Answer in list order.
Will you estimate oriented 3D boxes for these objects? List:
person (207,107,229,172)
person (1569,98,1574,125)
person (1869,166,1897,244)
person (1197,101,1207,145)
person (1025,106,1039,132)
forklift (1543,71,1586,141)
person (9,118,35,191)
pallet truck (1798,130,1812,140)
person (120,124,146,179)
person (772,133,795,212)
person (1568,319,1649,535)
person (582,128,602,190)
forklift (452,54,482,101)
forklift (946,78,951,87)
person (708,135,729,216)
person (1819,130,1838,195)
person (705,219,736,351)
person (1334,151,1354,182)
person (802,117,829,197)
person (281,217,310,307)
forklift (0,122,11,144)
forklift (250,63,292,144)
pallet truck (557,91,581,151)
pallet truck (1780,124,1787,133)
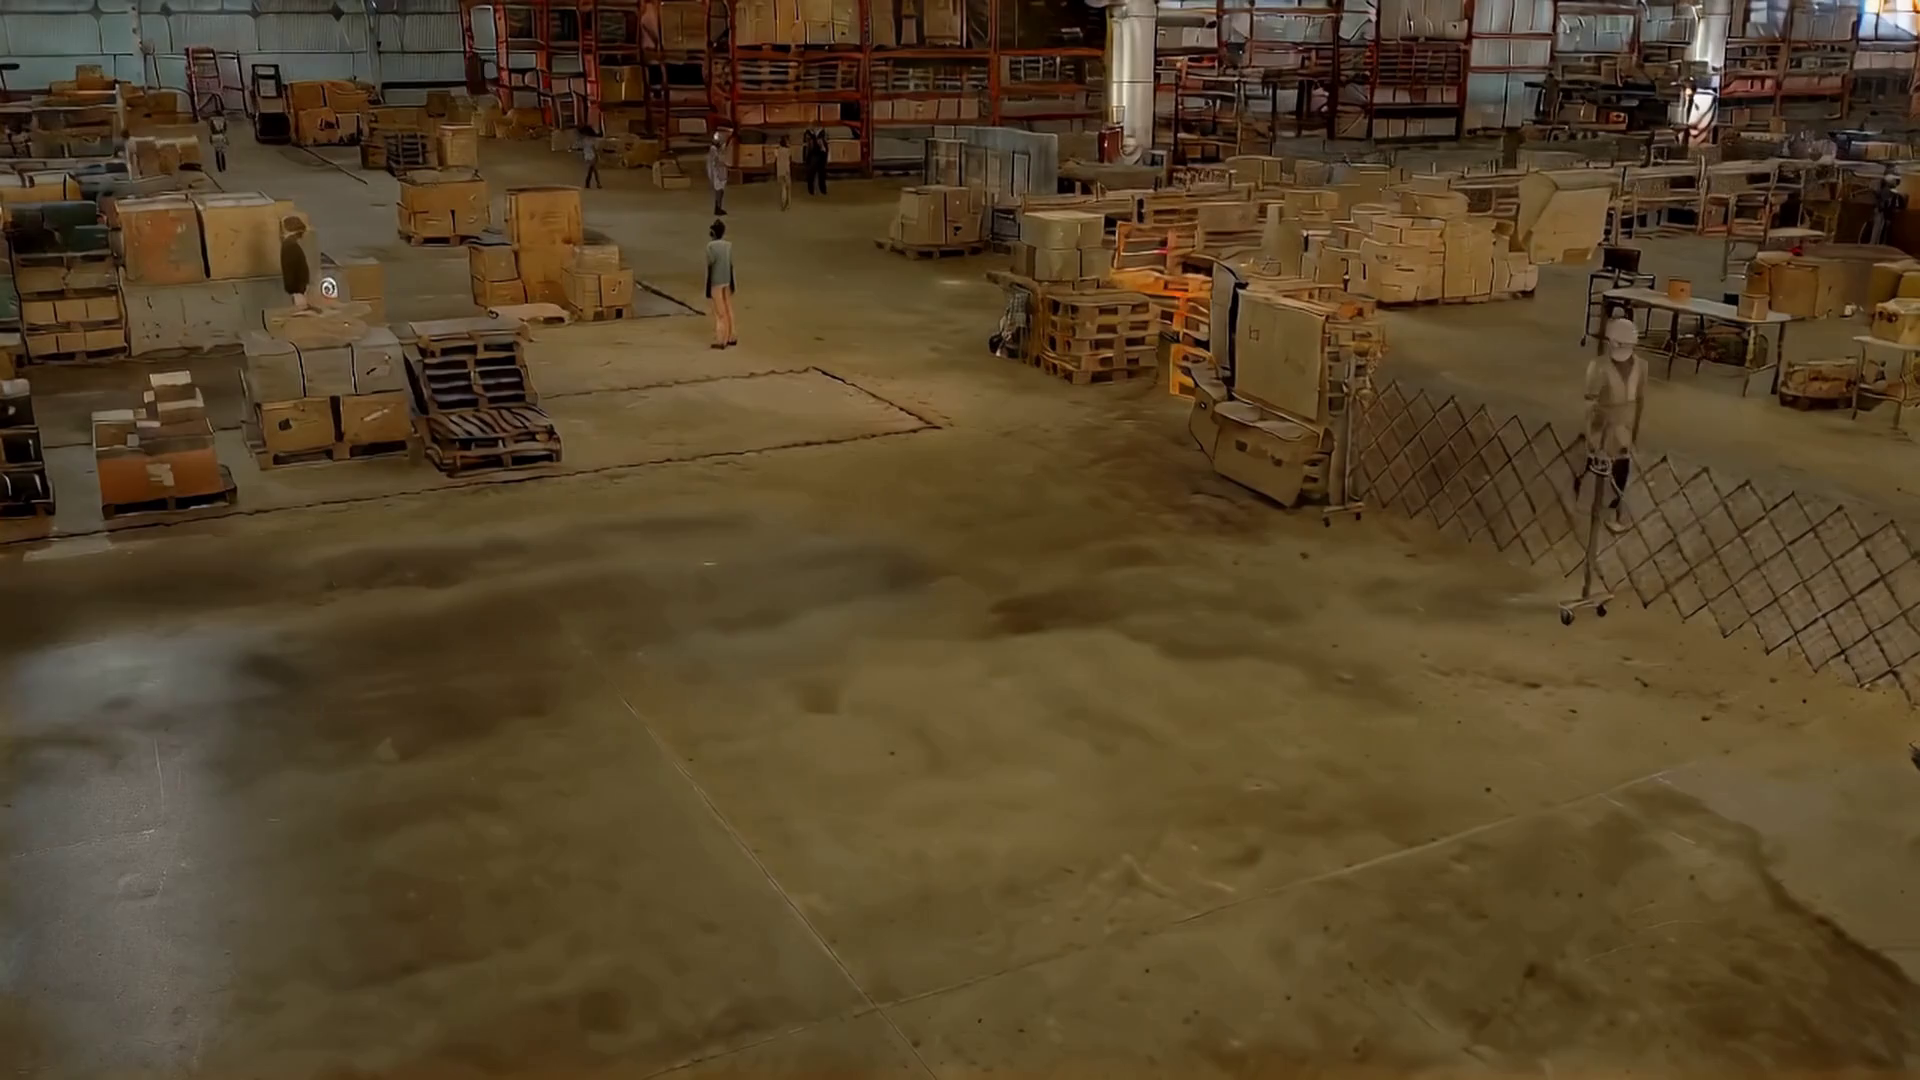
[{"bbox_3d":[-22.174,-11.978,49.753,0.575,1.894,0.964,-7,19,-20],"label":"person"},{"bbox_3d":[19.710,-13.366,54.049,0.614,1.925,0.645,-3,18,-8],"label":"person"},{"bbox_3d":[18.187,-6.463,32.774,0.306,1.772,0.527,8,19,23],"label":"person"},{"bbox_3d":[8.612,-14.671,58.648,0.503,1.595,0.813,2,18,6],"label":"person"},{"bbox_3d":[2.260,-13.093,53.563,0.535,1.697,0.318,6,19,18],"label":"person"},{"bbox_3d":[18.685,-13.231,52.085,1.873,2.768,1.129,-9,20,-26],"label":"forklift"},{"bbox_3d":[-25.130,-10.310,44.526,0.593,1.919,0.392,5,18,15],"label":"person"},{"bbox_3d":[25.526,-11.556,49.408,1.630,1.274,0.653,-9,20,-26],"label":"pallet truck"},{"bbox_3d":[-20.884,-9.497,41.971,0.849,1.916,0.757,-12,22,-34],"label":"person"},{"bbox_3d":[-4.262,-8.845,40.067,0.565,1.848,0.670,-1,18,-3],"label":"person"},{"bbox_3d":[6.134,-1.118,15.737,0.616,2.013,0.916,-2,18,-6],"label":"person"},{"bbox_3d":[-9.967,-10.278,44.857,0.540,1.655,0.863,9,20,26],"label":"person"},{"bbox_3d":[-20.788,-19.371,71.224,1.873,2.768,1.129,-9,20,-26],"label":"forklift"},{"bbox_3d":[-0.506,-13.373,52.526,1.873,2.768,1.129,-9,20,-26],"label":"forklift"},{"bbox_3d":[-5.729,-8.591,39.229,0.661,1.903,0.620,13,22,36],"label":"person"},{"bbox_3d":[22.731,-9.877,43.532,0.368,1.690,0.575,-6,19,-17],"label":"person"},{"bbox_3d":[-3.446,-3.654,23.857,0.310,1.868,0.533,14,23,38],"label":"person"},{"bbox_3d":[8.377,-7.494,35.945,0.889,1.788,0.626,-10,20,-28],"label":"person"},{"bbox_3d":[-3.738,-9.930,43.146,0.689,2.000,0.537,1,18,2],"label":"person"},{"bbox_3d":[-9.202,-3.496,23.160,0.388,1.992,0.625,-6,19,-17],"label":"person"},{"bbox_3d":[-34.388,-15.480,59.095,1.873,2.768,1.129,-9,20,-26],"label":"forklift"},{"bbox_3d":[-25.004,-15.820,60.155,1.129,2.768,1.873,-9,20,-26],"label":"forklift"},{"bbox_3d":[-13.495,-14.412,57.188,0.823,1.965,1.885,-3,18,-9],"label":"pallet truck"},{"bbox_3d":[25.206,-12.542,52.601,1.601,1.201,0.680,0,18,-2],"label":"pallet truck"}]
